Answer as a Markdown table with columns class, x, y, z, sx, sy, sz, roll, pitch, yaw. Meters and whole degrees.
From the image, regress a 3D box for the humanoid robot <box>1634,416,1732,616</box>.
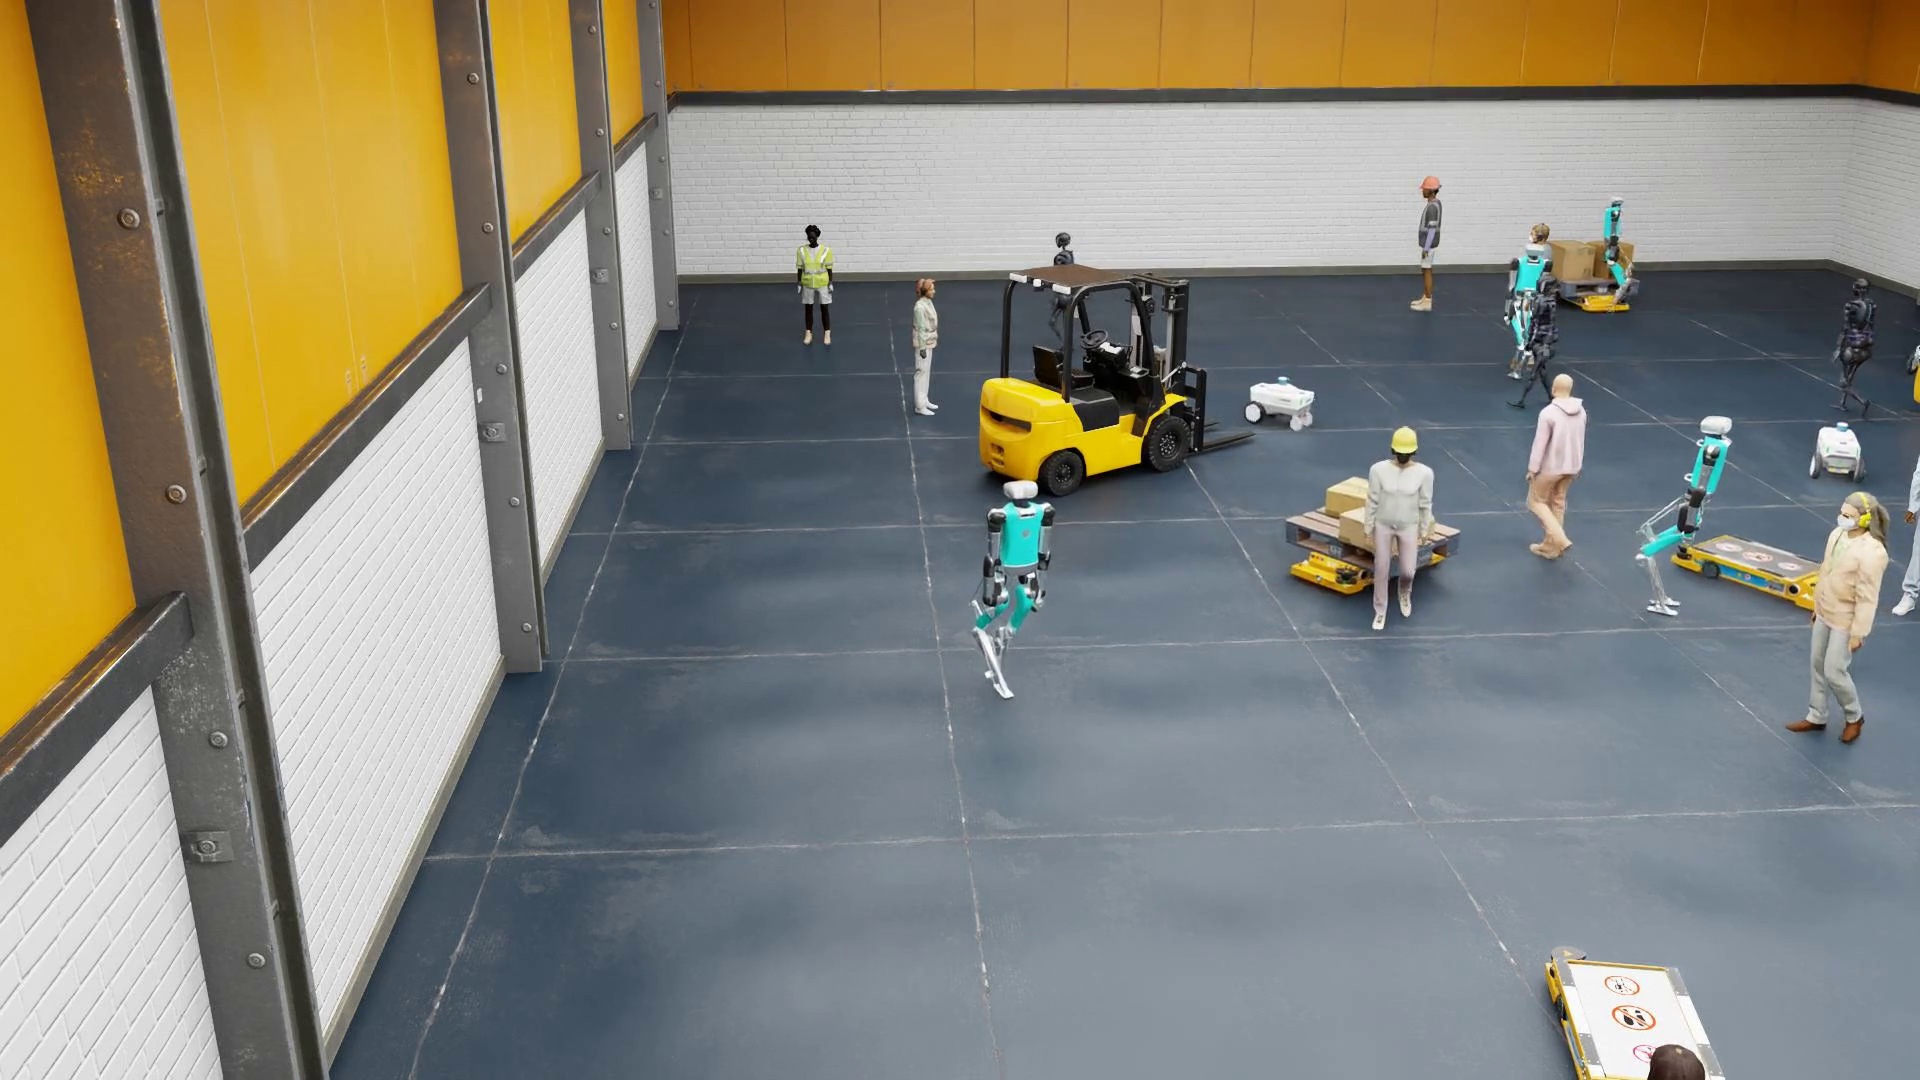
| class | x | y | z | sx | sy | sz | roll | pitch | yaw |
| --- | --- | --- | --- | --- | --- | --- | --- | --- | --- |
| humanoid robot | 6.026 | -0.222 | 14.055 | 0.723 | 1.744 | 0.530 | 11 | 23 | 28 |

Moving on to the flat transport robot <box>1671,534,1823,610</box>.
| class | x | y | z | sx | sy | sz | roll | pitch | yaw |
| --- | --- | --- | --- | --- | --- | --- | --- | --- | --- |
| flat transport robot | 7.203 | 0.272 | 14.886 | 0.659 | 0.231 | 1.431 | -13 | 24 | -31 |

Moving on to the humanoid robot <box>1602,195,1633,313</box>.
| class | x | y | z | sx | sy | sz | roll | pitch | yaw |
| --- | --- | --- | --- | --- | --- | --- | --- | --- | --- |
| humanoid robot | 10.052 | -4.298 | 25.283 | 0.656 | 1.856 | 0.539 | 4 | 20 | 10 |

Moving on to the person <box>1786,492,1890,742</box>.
| class | x | y | z | sx | sy | sz | roll | pitch | yaw |
| --- | --- | --- | --- | --- | --- | --- | --- | --- | --- |
| person | 6.304 | 0.547 | 11.830 | 0.494 | 1.866 | 0.581 | -1 | 20 | -3 |

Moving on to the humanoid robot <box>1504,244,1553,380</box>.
| class | x | y | z | sx | sy | sz | roll | pitch | yaw |
| --- | --- | --- | --- | --- | --- | --- | --- | --- | --- |
| humanoid robot | 7.269 | -2.850 | 21.263 | 0.553 | 1.800 | 0.684 | 2 | 20 | 4 |

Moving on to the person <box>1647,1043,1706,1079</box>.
| class | x | y | z | sx | sy | sz | roll | pitch | yaw |
| --- | --- | --- | --- | --- | --- | --- | --- | --- | --- |
| person | 2.569 | 2.661 | 6.201 | 0.468 | 1.769 | 0.378 | -2 | 20 | -7 |

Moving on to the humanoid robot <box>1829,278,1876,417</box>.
| class | x | y | z | sx | sy | sz | roll | pitch | yaw |
| --- | --- | --- | --- | --- | --- | --- | --- | --- | --- |
| humanoid robot | 10.785 | -2.301 | 19.874 | 0.610 | 1.628 | 0.641 | -10 | 22 | -25 |

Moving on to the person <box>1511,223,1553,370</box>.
| class | x | y | z | sx | sy | sz | roll | pitch | yaw |
| --- | --- | --- | --- | --- | --- | --- | --- | --- | --- |
| person | 7.575 | -3.211 | 21.957 | 0.373 | 1.939 | 0.629 | 9 | 22 | 22 |

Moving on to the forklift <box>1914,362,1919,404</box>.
| class | x | y | z | sx | sy | sz | roll | pitch | yaw |
| --- | --- | --- | --- | --- | --- | --- | --- | --- | --- |
| forklift | 12.602 | -2.435 | 19.475 | 2.313 | 2.155 | 1.214 | -1 | 20 | -4 |

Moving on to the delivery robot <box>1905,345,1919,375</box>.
| class | x | y | z | sx | sy | sz | roll | pitch | yaw |
| --- | --- | --- | --- | --- | --- | --- | --- | --- | --- |
| delivery robot | 12.812 | -2.405 | 21.793 | 0.815 | 0.614 | 0.499 | -16 | 25 | -36 |

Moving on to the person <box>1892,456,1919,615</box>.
| class | x | y | z | sx | sy | sz | roll | pitch | yaw |
| --- | --- | --- | --- | --- | --- | --- | --- | --- | --- |
| person | 8.267 | -0.253 | 13.926 | 0.589 | 1.919 | 0.392 | 15 | 25 | 35 |

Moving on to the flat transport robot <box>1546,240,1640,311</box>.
| class | x | y | z | sx | sy | sz | roll | pitch | yaw |
| --- | --- | --- | --- | --- | --- | --- | --- | --- | --- |
| flat transport robot | 9.806 | -3.823 | 26.043 | 0.659 | 0.231 | 1.431 | -3 | 20 | -8 |

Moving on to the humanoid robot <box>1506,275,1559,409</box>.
| class | x | y | z | sx | sy | sz | roll | pitch | yaw |
| --- | --- | --- | --- | --- | --- | --- | --- | --- | --- |
| humanoid robot | 7.049 | -2.404 | 20.191 | 0.761 | 1.626 | 0.603 | -3 | 20 | -8 |

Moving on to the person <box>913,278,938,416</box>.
| class | x | y | z | sx | sy | sz | roll | pitch | yaw |
| --- | --- | --- | --- | --- | --- | --- | --- | --- | --- |
| person | -0.419 | -2.328 | 19.977 | 0.307 | 1.639 | 0.522 | 3 | 20 | 8 |

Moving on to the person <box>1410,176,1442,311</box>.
| class | x | y | z | sx | sy | sz | roll | pitch | yaw |
| --- | --- | --- | --- | --- | --- | --- | --- | --- | --- |
| person | 7.116 | -4.522 | 25.379 | 0.388 | 2.040 | 0.613 | 7 | 21 | 18 |

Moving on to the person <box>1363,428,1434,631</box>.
| class | x | y | z | sx | sy | sz | roll | pitch | yaw |
| --- | --- | --- | --- | --- | --- | --- | --- | --- | --- |
| person | 3.607 | -0.101 | 13.754 | 0.536 | 1.757 | 0.423 | 6 | 21 | 16 |

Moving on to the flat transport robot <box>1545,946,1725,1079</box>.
| class | x | y | z | sx | sy | sz | roll | pitch | yaw |
| --- | --- | --- | --- | --- | --- | --- | --- | --- | --- |
| flat transport robot | 3.477 | 2.598 | 8.549 | 0.659 | 0.231 | 1.431 | 3 | 20 | 8 |

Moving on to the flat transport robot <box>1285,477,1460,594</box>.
| class | x | y | z | sx | sy | sz | roll | pitch | yaw |
| --- | --- | --- | --- | --- | --- | --- | --- | --- | --- |
| flat transport robot | 3.739 | 0.163 | 15.182 | 1.431 | 0.231 | 0.659 | -15 | 25 | -36 |

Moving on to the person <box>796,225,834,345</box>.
| class | x | y | z | sx | sy | sz | roll | pitch | yaw |
| --- | --- | --- | --- | --- | --- | --- | --- | --- | --- |
| person | -2.032 | -3.576 | 23.306 | 0.534 | 1.693 | 0.320 | 2 | 20 | 5 |

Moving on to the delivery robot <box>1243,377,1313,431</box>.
| class | x | y | z | sx | sy | sz | roll | pitch | yaw |
| --- | --- | --- | --- | --- | --- | --- | --- | --- | --- |
| delivery robot | 3.770 | -1.622 | 19.647 | 0.788 | 0.605 | 0.499 | 15 | 25 | 35 |

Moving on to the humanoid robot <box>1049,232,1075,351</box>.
| class | x | y | z | sx | sy | sz | roll | pitch | yaw |
| --- | --- | --- | --- | --- | --- | --- | --- | --- | --- |
| humanoid robot | 1.423 | -3.405 | 22.858 | 0.333 | 1.645 | 0.589 | 7 | 21 | 17 |

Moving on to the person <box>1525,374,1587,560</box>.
| class | x | y | z | sx | sy | sz | roll | pitch | yaw |
| --- | --- | --- | --- | --- | --- | --- | --- | --- | --- |
| person | 5.473 | -0.626 | 15.163 | 0.562 | 1.760 | 0.502 | -9 | 22 | -23 |

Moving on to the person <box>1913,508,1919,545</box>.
| class | x | y | z | sx | sy | sz | roll | pitch | yaw |
| --- | --- | --- | --- | --- | --- | --- | --- | --- | --- |
| person | 9.209 | -0.777 | 15.424 | 0.800 | 1.867 | 0.410 | -7 | 21 | -18 |

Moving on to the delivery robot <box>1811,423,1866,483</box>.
| class | x | y | z | sx | sy | sz | roll | pitch | yaw |
| --- | --- | --- | --- | --- | --- | --- | --- | --- | --- |
| delivery robot | 9.395 | -0.944 | 17.794 | 0.499 | 0.600 | 0.801 | 7 | 21 | 19 |

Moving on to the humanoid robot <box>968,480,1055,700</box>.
| class | x | y | z | sx | sy | sz | roll | pitch | yaw |
| --- | --- | --- | --- | --- | --- | --- | --- | --- | --- |
| humanoid robot | 0.331 | 0.394 | 12.589 | 0.545 | 1.899 | 0.763 | -9 | 22 | -22 |

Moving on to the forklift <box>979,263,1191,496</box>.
| class | x | y | z | sx | sy | sz | roll | pitch | yaw |
| --- | --- | --- | --- | --- | --- | --- | --- | --- | --- |
| forklift | 1.315 | -1.764 | 17.646 | 2.313 | 2.155 | 1.214 | -14 | 24 | -33 |
